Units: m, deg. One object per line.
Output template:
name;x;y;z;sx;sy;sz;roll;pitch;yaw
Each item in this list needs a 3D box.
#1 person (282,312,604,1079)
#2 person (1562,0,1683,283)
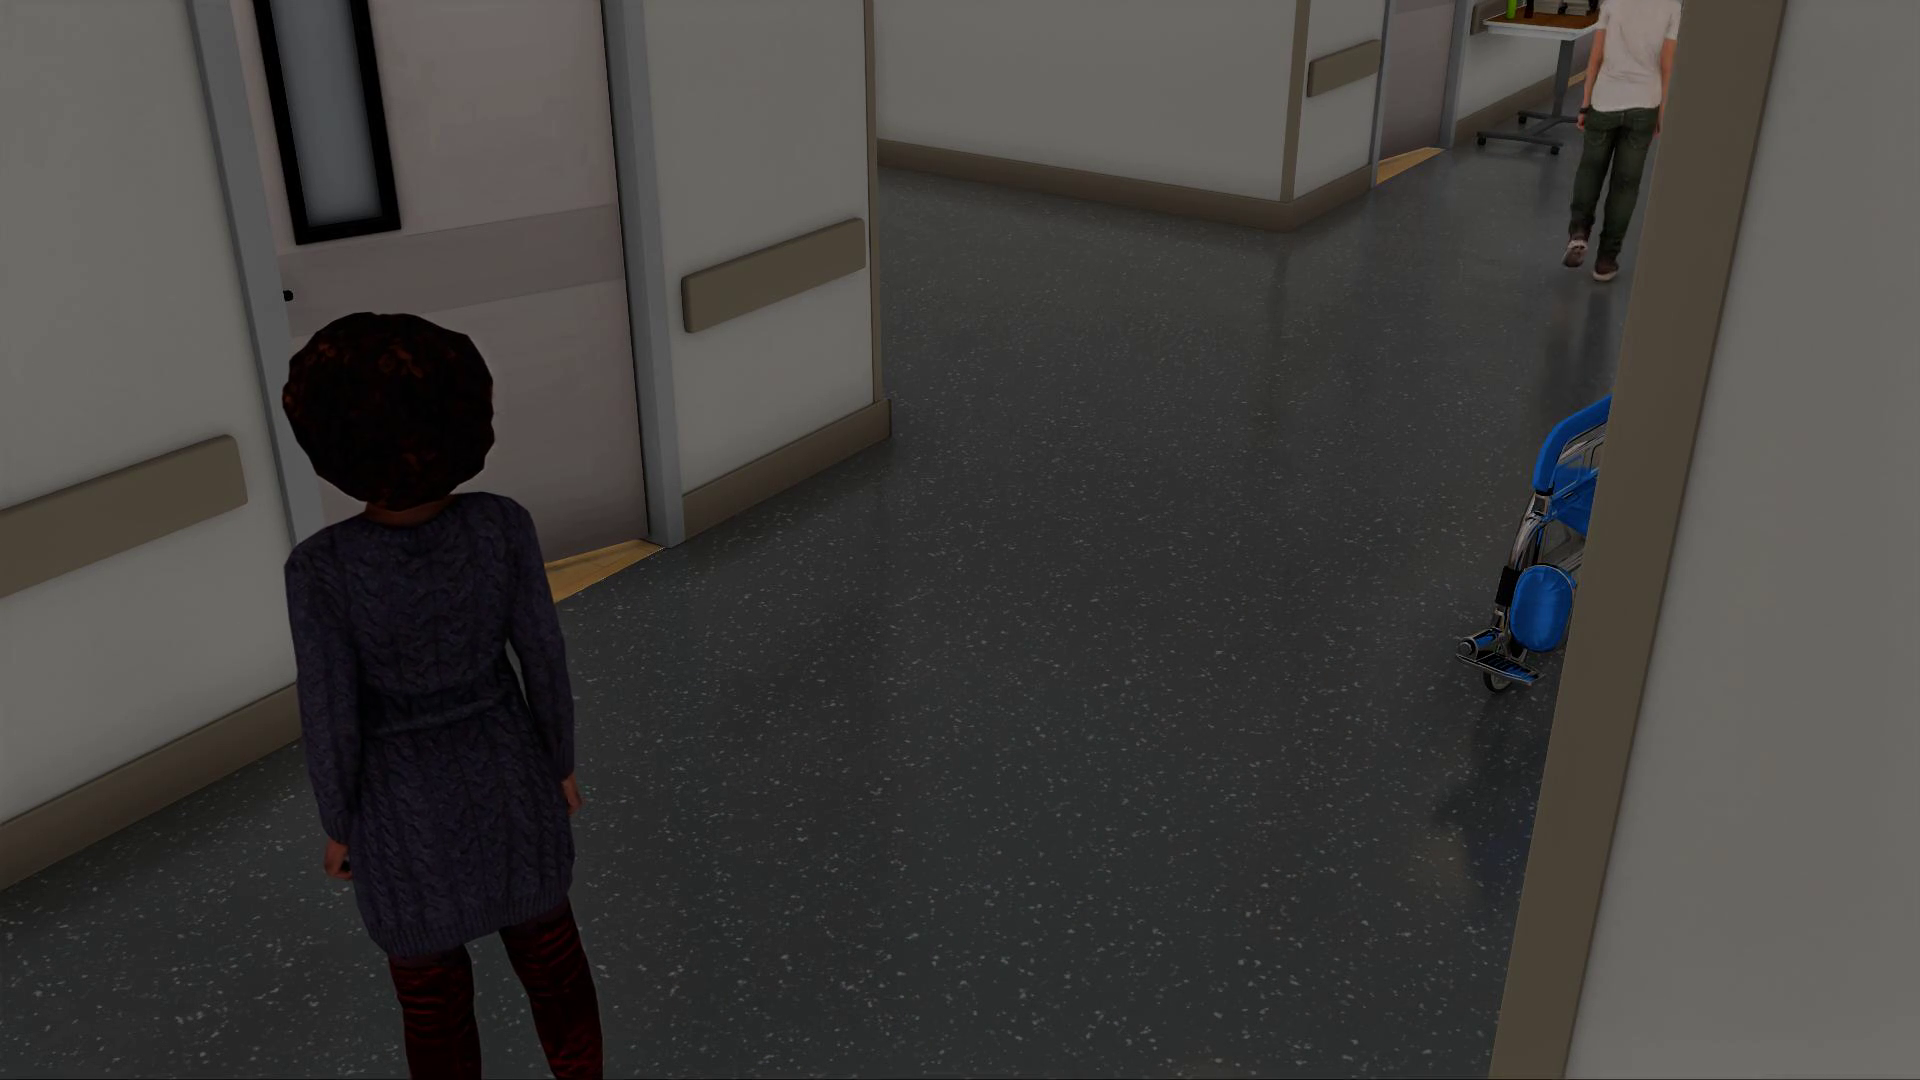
person;-0.840;0.453;2.776;0.585;1.710;0.719;-15;29;-28
person;3.193;-2.048;8.039;0.591;1.643;0.716;14;29;27
